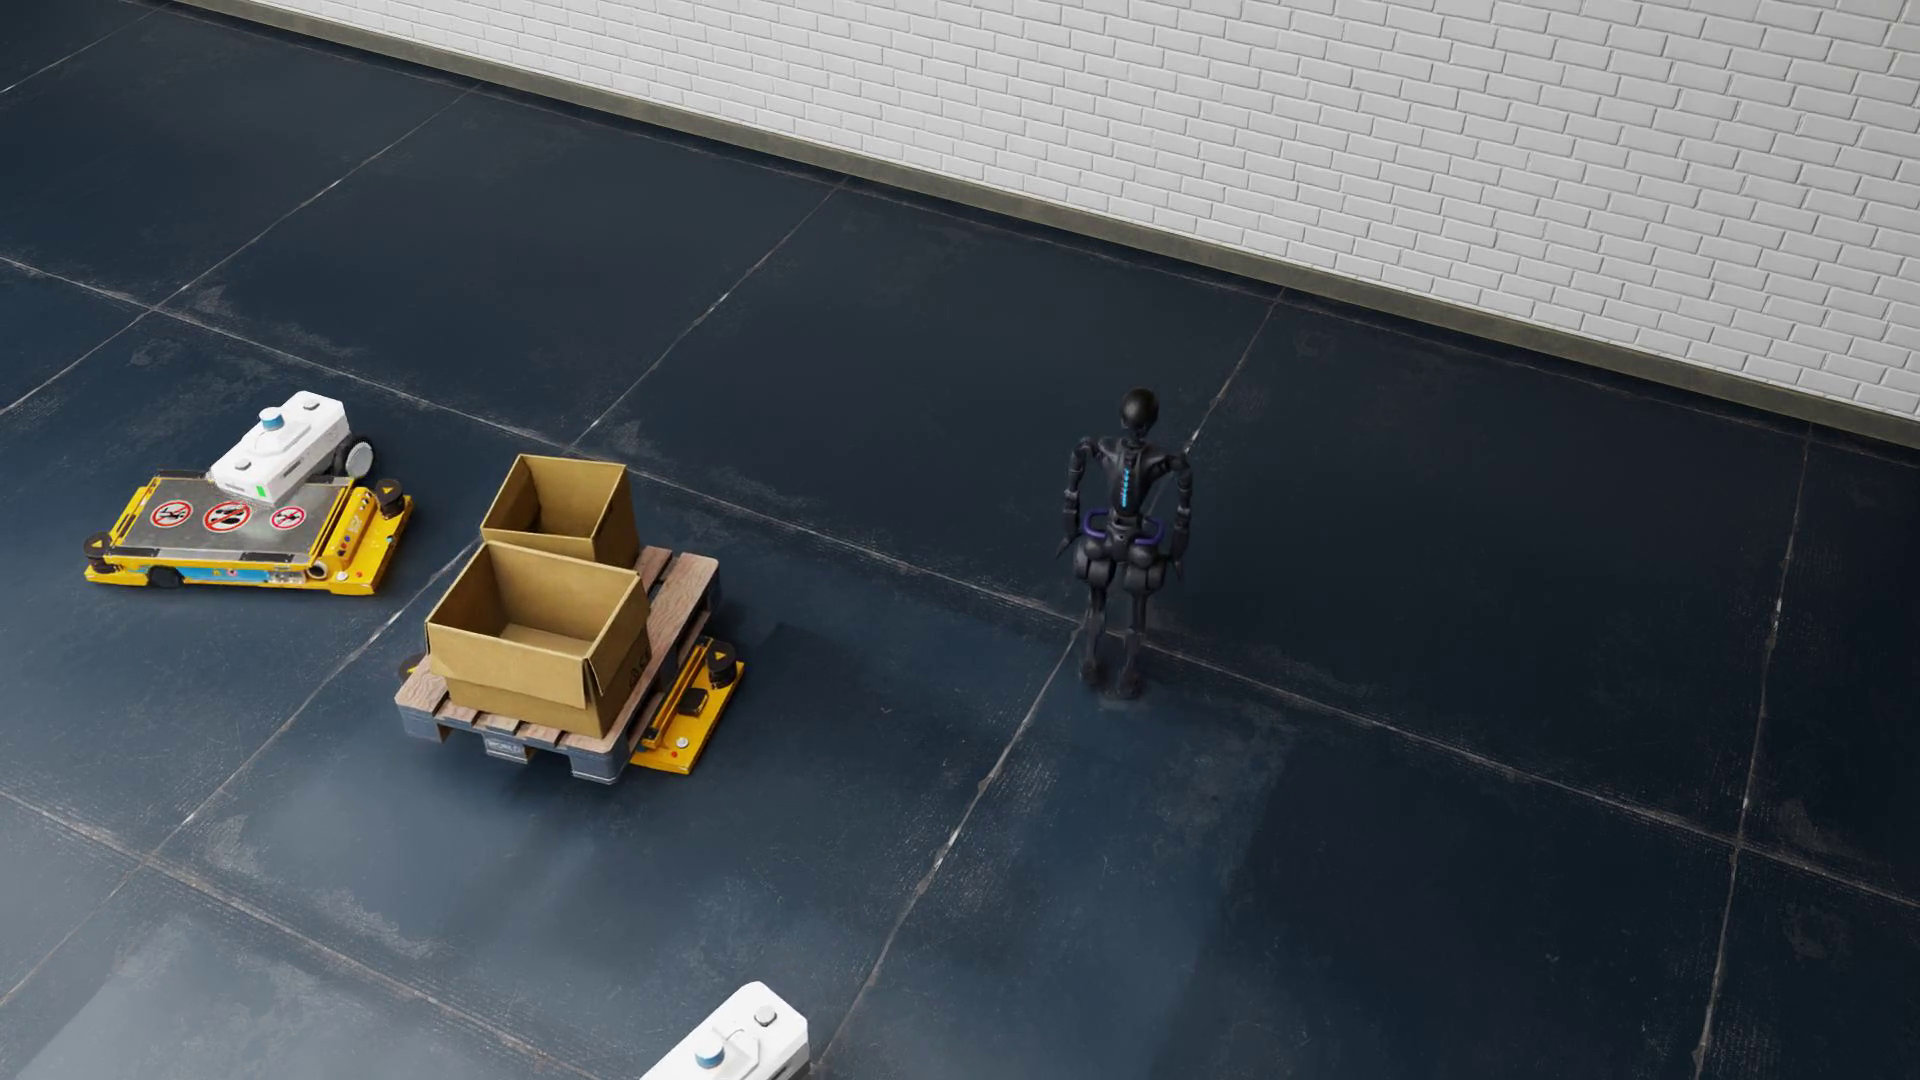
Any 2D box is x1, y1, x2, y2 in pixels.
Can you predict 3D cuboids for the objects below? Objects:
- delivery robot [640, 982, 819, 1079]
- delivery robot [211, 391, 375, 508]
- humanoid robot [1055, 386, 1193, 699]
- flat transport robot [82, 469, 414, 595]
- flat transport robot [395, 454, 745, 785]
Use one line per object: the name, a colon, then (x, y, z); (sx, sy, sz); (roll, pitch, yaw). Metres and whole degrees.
delivery robot: (-0.883, 1.974, 5.926); (0.499, 0.609, 0.807); (31, 51, 29)
delivery robot: (-3.431, -0.421, 8.514); (0.499, 0.614, 0.812); (16, 45, 17)
humanoid robot: (0.699, 0.027, 7.190); (0.584, 1.651, 0.331); (7, 43, 8)
flat transport robot: (-3.539, -0.040, 8.298); (1.431, 0.231, 0.659); (2, 43, 3)
flat transport robot: (-1.774, 0.630, 7.576); (1.431, 0.231, 0.659); (11, 44, 12)
